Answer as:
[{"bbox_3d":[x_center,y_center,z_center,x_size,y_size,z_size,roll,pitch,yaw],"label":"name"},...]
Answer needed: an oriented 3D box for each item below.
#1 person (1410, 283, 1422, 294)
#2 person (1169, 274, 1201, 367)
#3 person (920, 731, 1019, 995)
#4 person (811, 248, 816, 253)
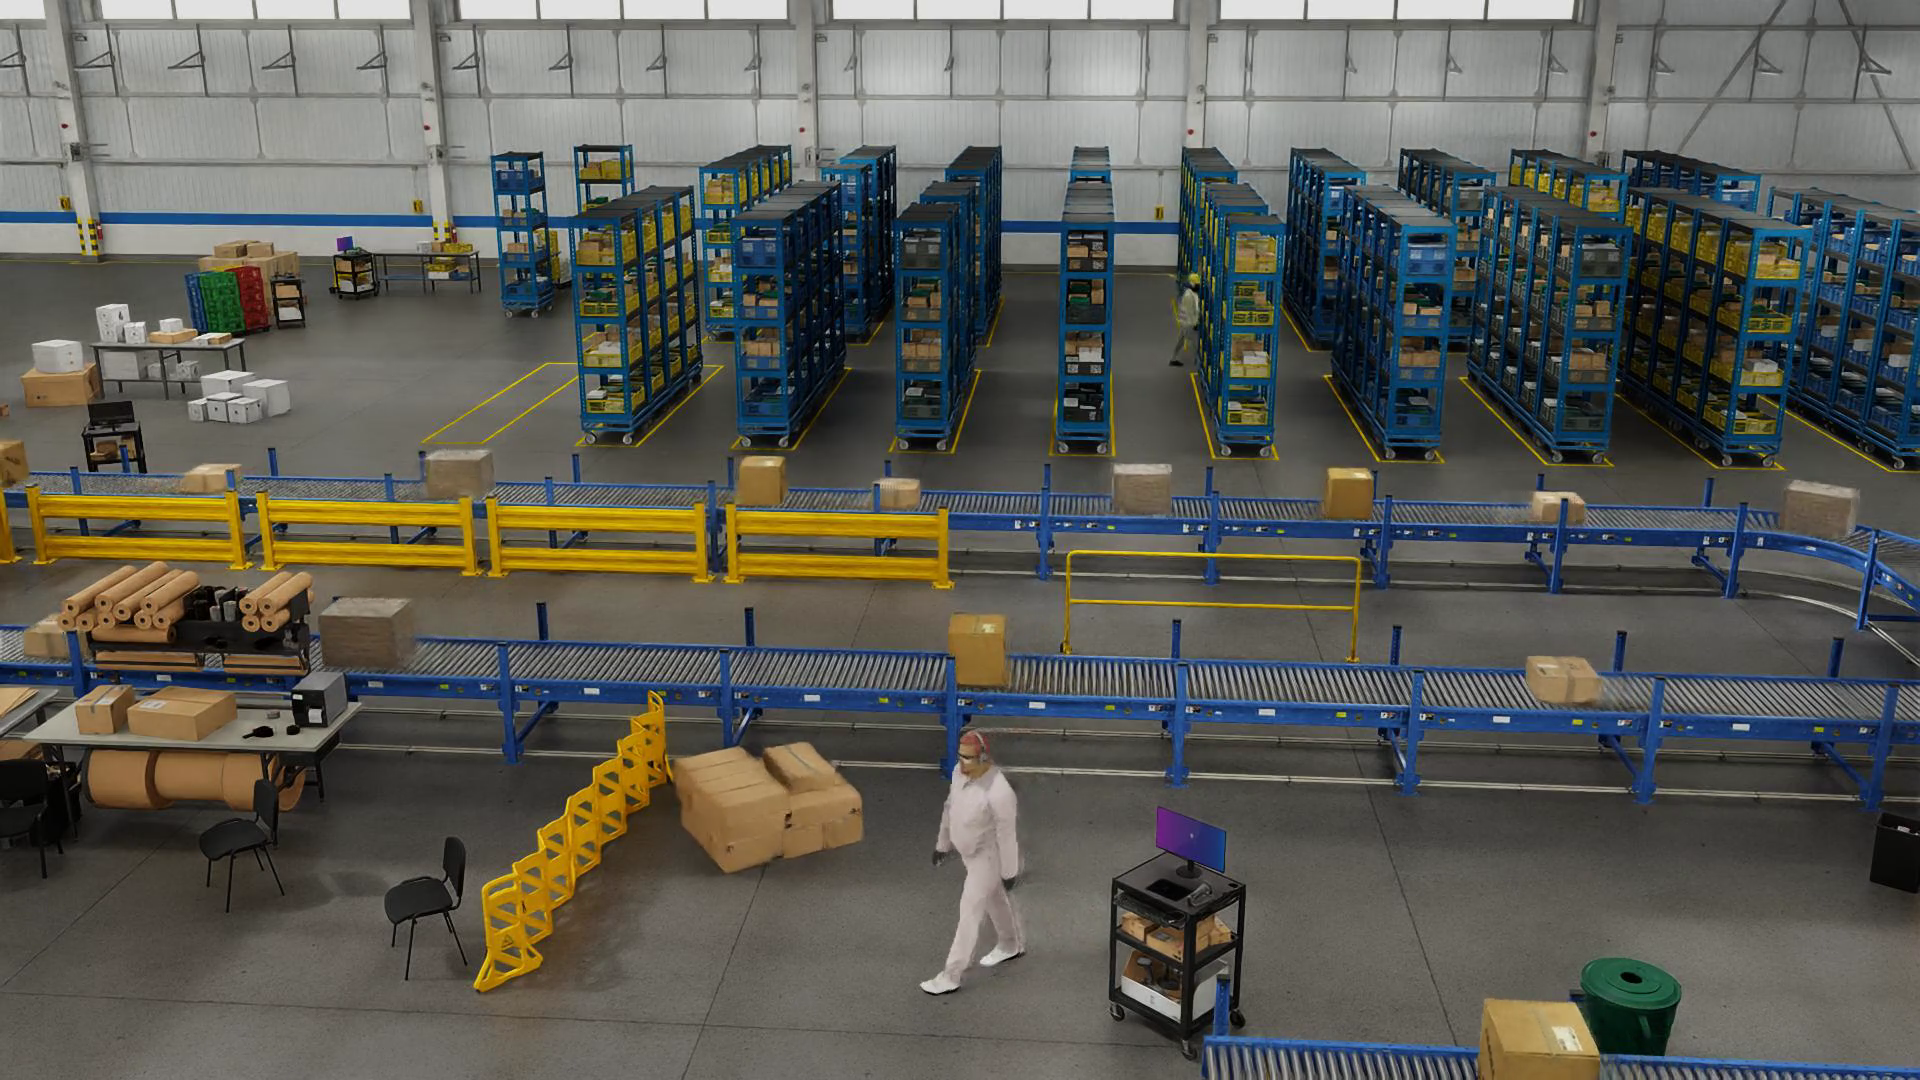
[{"bbox_3d":[8.660,-4.312,31.997,0.551,1.978,0.646,8,19,23],"label":"person"},{"bbox_3d":[4.484,-4.201,31.954,0.914,1.787,0.604,8,19,23],"label":"person"},{"bbox_3d":[0.059,2.200,11.518,0.953,1.866,0.648,-8,19,-25],"label":"person"},{"bbox_3d":[-3.494,-6.723,39.869,0.380,1.845,0.570,-2,18,-6],"label":"person"}]
